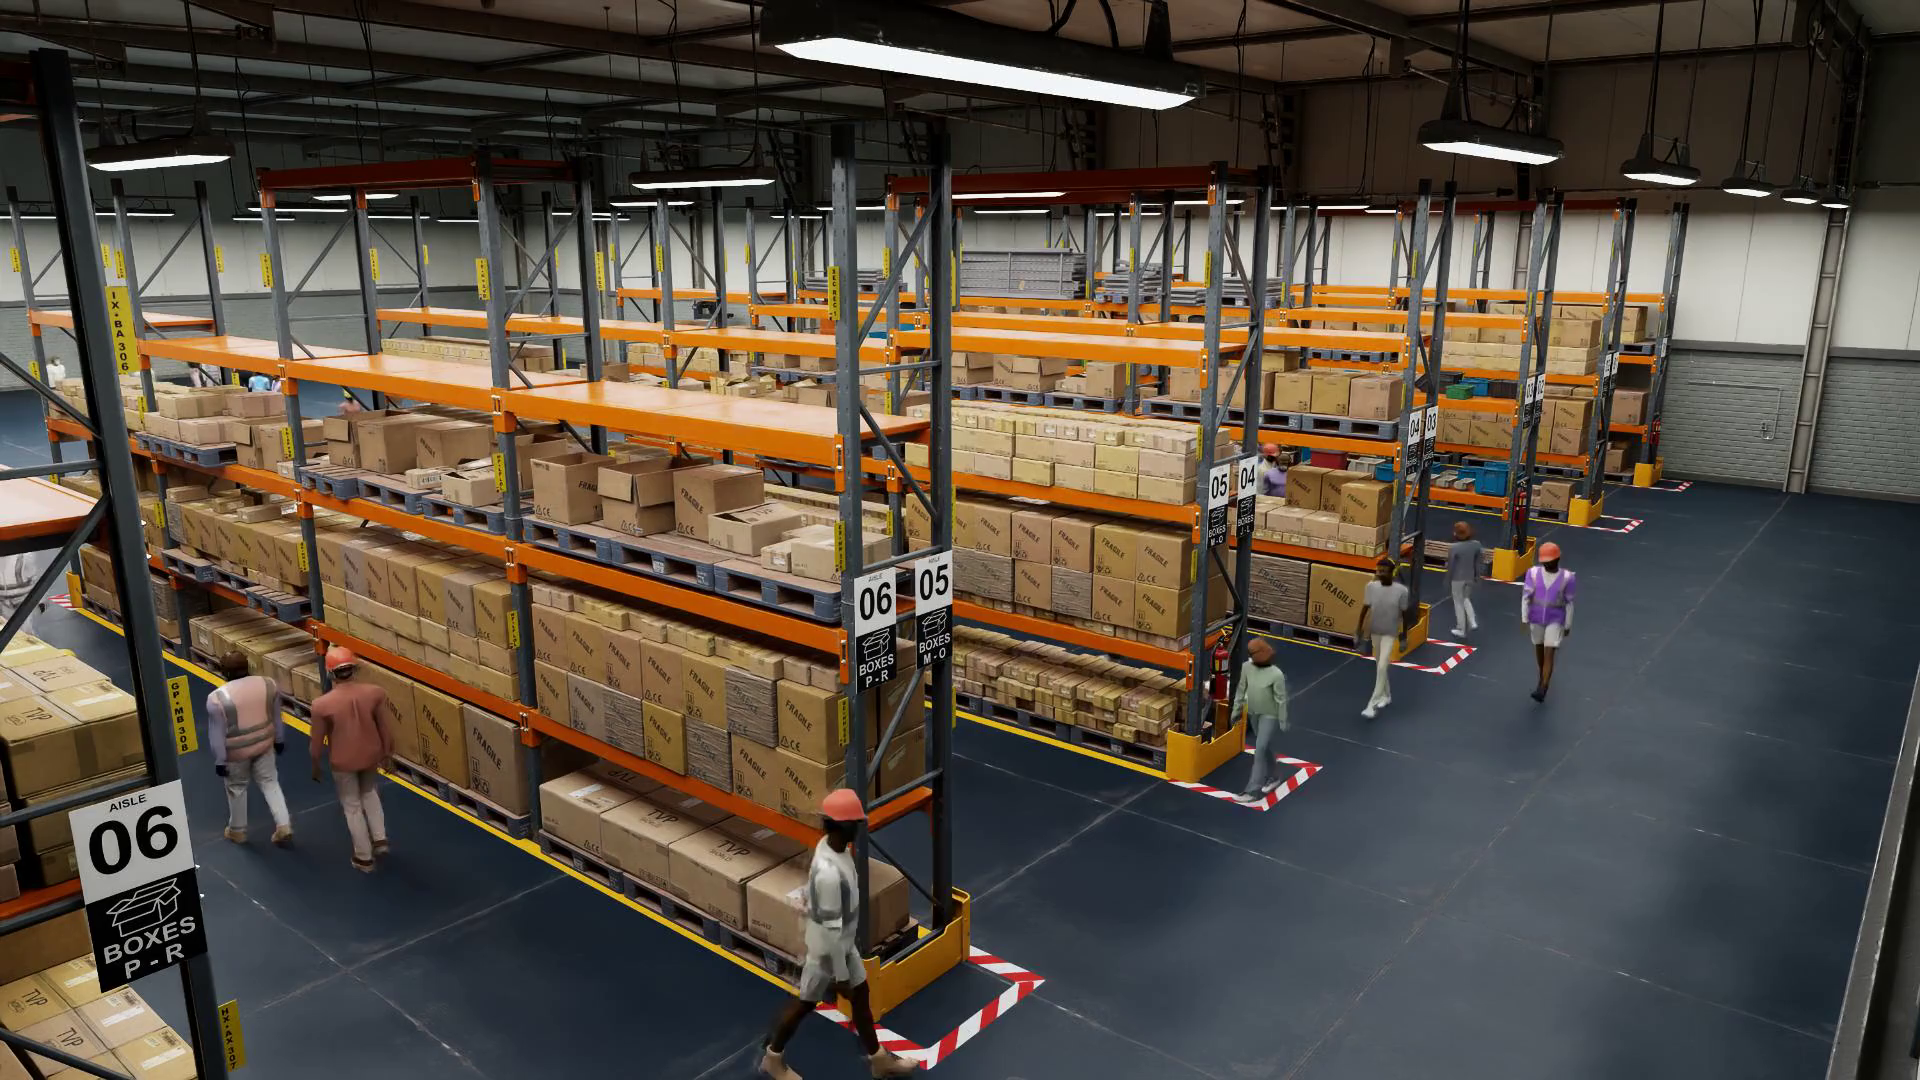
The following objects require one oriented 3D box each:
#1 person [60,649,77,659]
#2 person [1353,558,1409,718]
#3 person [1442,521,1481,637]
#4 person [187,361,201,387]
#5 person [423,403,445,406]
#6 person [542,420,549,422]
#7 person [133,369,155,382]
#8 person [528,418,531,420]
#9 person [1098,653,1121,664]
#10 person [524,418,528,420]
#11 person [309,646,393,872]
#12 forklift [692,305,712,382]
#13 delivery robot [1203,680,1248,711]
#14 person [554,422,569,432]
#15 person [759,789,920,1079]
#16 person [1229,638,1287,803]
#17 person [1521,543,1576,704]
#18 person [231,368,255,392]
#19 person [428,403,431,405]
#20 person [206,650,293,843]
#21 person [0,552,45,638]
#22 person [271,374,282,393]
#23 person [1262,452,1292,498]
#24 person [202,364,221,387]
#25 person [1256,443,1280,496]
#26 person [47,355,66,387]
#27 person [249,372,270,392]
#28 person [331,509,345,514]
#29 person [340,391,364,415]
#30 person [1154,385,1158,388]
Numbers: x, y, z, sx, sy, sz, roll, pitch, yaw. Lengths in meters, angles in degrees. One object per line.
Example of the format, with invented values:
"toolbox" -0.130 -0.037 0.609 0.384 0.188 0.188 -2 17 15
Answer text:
"person" -8.058 1.834 11.476 0.483 1.737 0.320 3 14 14
"person" 4.743 1.101 14.293 0.534 1.818 0.959 12 18 40
"person" 6.789 0.525 17.089 0.505 1.613 0.336 -5 14 -19
"person" -26.123 -5.913 42.904 0.748 1.955 0.380 9 16 34
"person" -13.304 -3.148 31.661 0.963 1.873 0.602 5 14 19
"person" -9.050 -2.192 27.720 0.518 1.899 0.715 -3 14 -13
"person" -23.786 -4.369 36.833 0.722 1.823 0.621 5 15 21
"person" -10.686 -2.999 30.901 0.379 1.951 0.605 -6 15 -24
"person" 2.109 0.668 15.911 0.644 1.902 0.597 10 17 35
"person" -9.728 -2.180 27.684 0.553 1.888 0.984 -10 17 -36
"person" -5.220 1.875 10.804 0.467 1.968 0.610 11 17 38
"forklift" -9.511 -7.392 47.124 1.873 2.768 1.129 11 17 38
"delivery robot" 3.084 1.758 14.136 0.707 0.478 0.477 13 19 42
"person" -10.570 -3.518 33.122 0.405 1.905 0.660 13 19 42
"person" -0.828 2.555 8.001 1.043 1.985 0.684 1 14 4
"person" 2.862 1.738 12.174 0.813 1.585 0.526 -9 16 -33
"person" 6.880 0.951 14.809 0.544 1.868 1.013 10 17 35
"person" -22.545 -5.150 39.651 0.690 2.000 0.535 -11 18 -39
"person" -12.936 -2.830 30.874 0.430 1.625 0.573 -4 14 -15
"person" -6.344 1.853 11.224 0.766 1.821 0.639 9 16 31
"person" -11.679 0.774 15.544 0.600 1.869 0.421 -2 14 -7
"person" -17.634 -3.472 32.649 0.605 2.045 0.378 10 17 35
"person" 5.240 -0.485 20.595 0.628 1.935 0.373 2 14 8
"person" -23.835 -5.173 40.112 0.403 1.823 0.589 6 15 24
"person" 5.139 -0.721 21.496 0.696 1.969 0.628 7 15 26
"person" -26.577 -4.492 37.120 0.465 1.912 0.631 4 14 16
"person" -20.069 -4.123 36.114 0.569 1.665 0.480 -7 16 -28
"person" -11.162 -0.879 22.275 0.848 1.912 0.632 -13 19 -43
"person" -14.600 -2.772 30.435 0.587 1.719 0.766 -13 19 -42
"person" 4.948 -3.144 31.547 0.367 1.927 0.590 12 18 40
